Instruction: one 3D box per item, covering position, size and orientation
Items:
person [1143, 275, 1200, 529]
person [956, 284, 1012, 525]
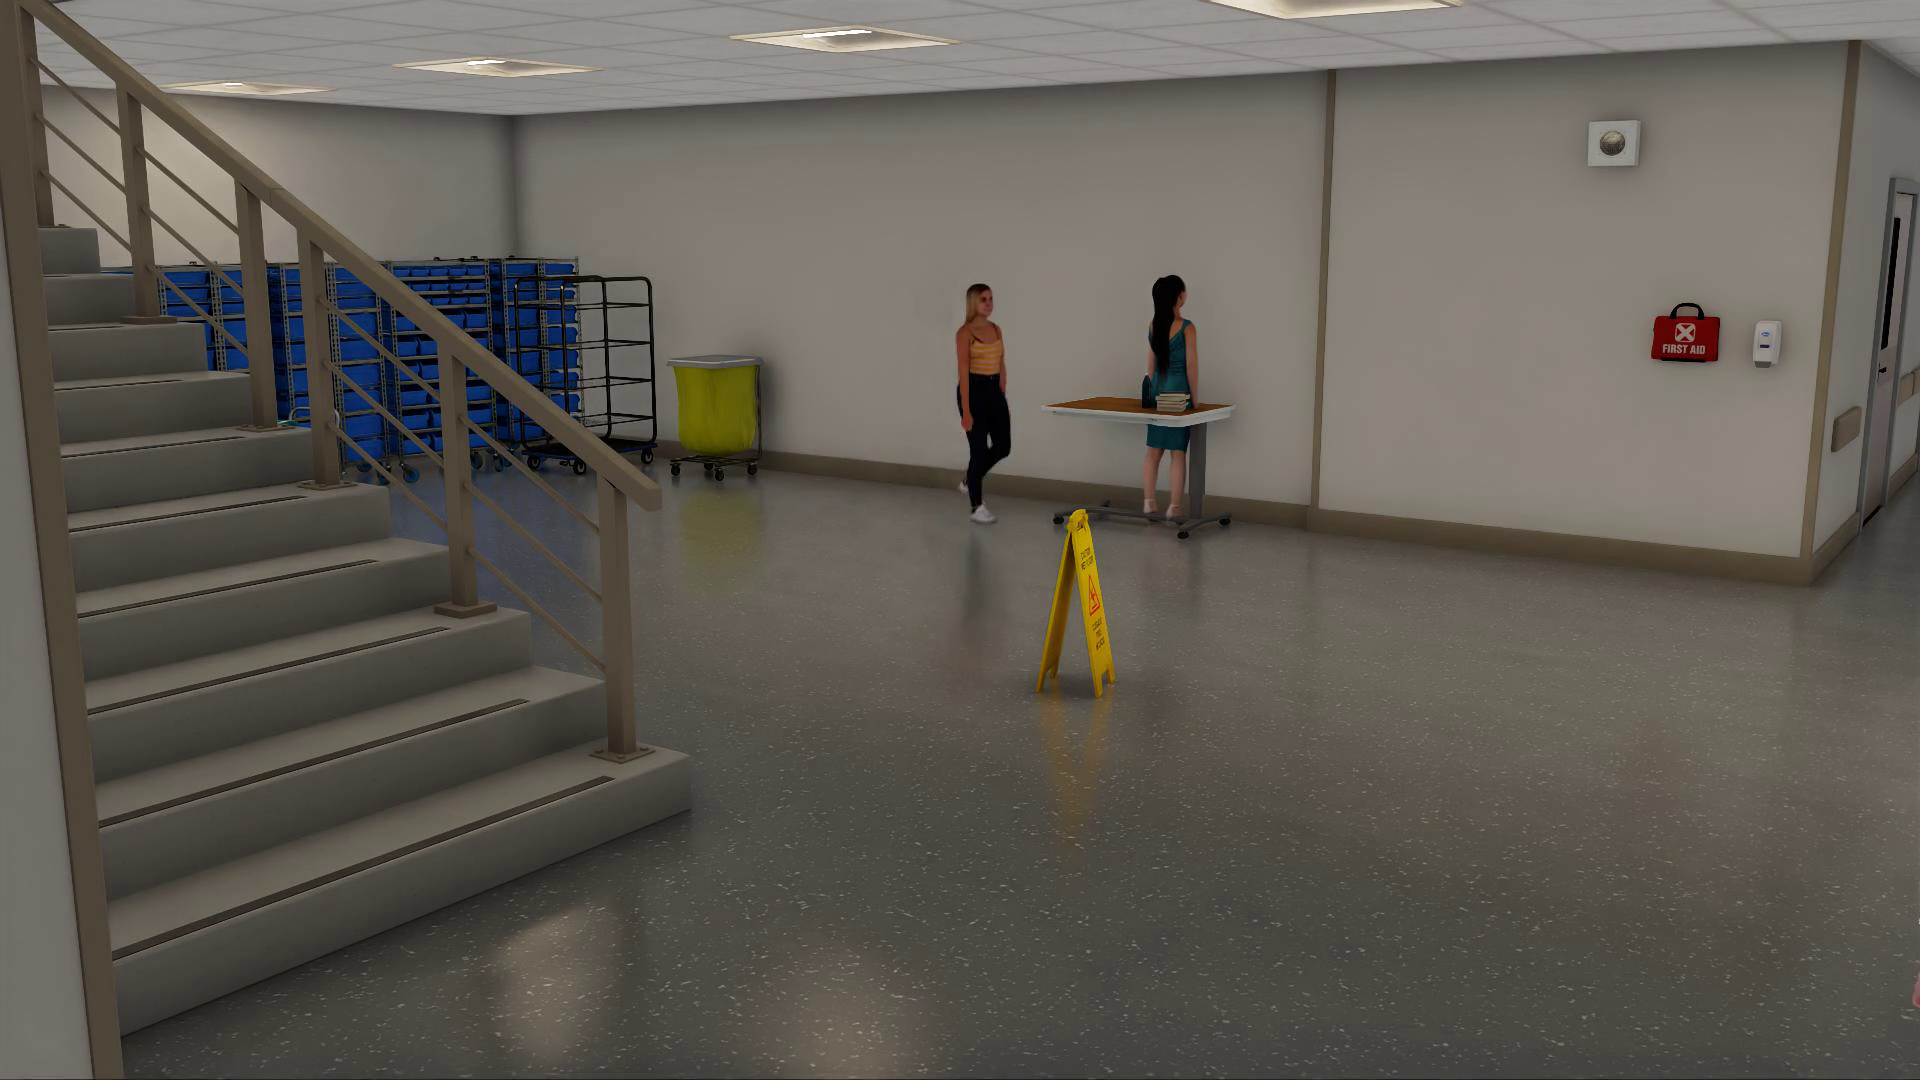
[{"bbox_3d":[1.405,-0.928,11.168,0.453,1.685,0.628,10,15,42],"label":"person"},{"bbox_3d":[0.093,-0.933,11.369,0.674,1.620,0.719,-10,15,-42],"label":"person"}]
